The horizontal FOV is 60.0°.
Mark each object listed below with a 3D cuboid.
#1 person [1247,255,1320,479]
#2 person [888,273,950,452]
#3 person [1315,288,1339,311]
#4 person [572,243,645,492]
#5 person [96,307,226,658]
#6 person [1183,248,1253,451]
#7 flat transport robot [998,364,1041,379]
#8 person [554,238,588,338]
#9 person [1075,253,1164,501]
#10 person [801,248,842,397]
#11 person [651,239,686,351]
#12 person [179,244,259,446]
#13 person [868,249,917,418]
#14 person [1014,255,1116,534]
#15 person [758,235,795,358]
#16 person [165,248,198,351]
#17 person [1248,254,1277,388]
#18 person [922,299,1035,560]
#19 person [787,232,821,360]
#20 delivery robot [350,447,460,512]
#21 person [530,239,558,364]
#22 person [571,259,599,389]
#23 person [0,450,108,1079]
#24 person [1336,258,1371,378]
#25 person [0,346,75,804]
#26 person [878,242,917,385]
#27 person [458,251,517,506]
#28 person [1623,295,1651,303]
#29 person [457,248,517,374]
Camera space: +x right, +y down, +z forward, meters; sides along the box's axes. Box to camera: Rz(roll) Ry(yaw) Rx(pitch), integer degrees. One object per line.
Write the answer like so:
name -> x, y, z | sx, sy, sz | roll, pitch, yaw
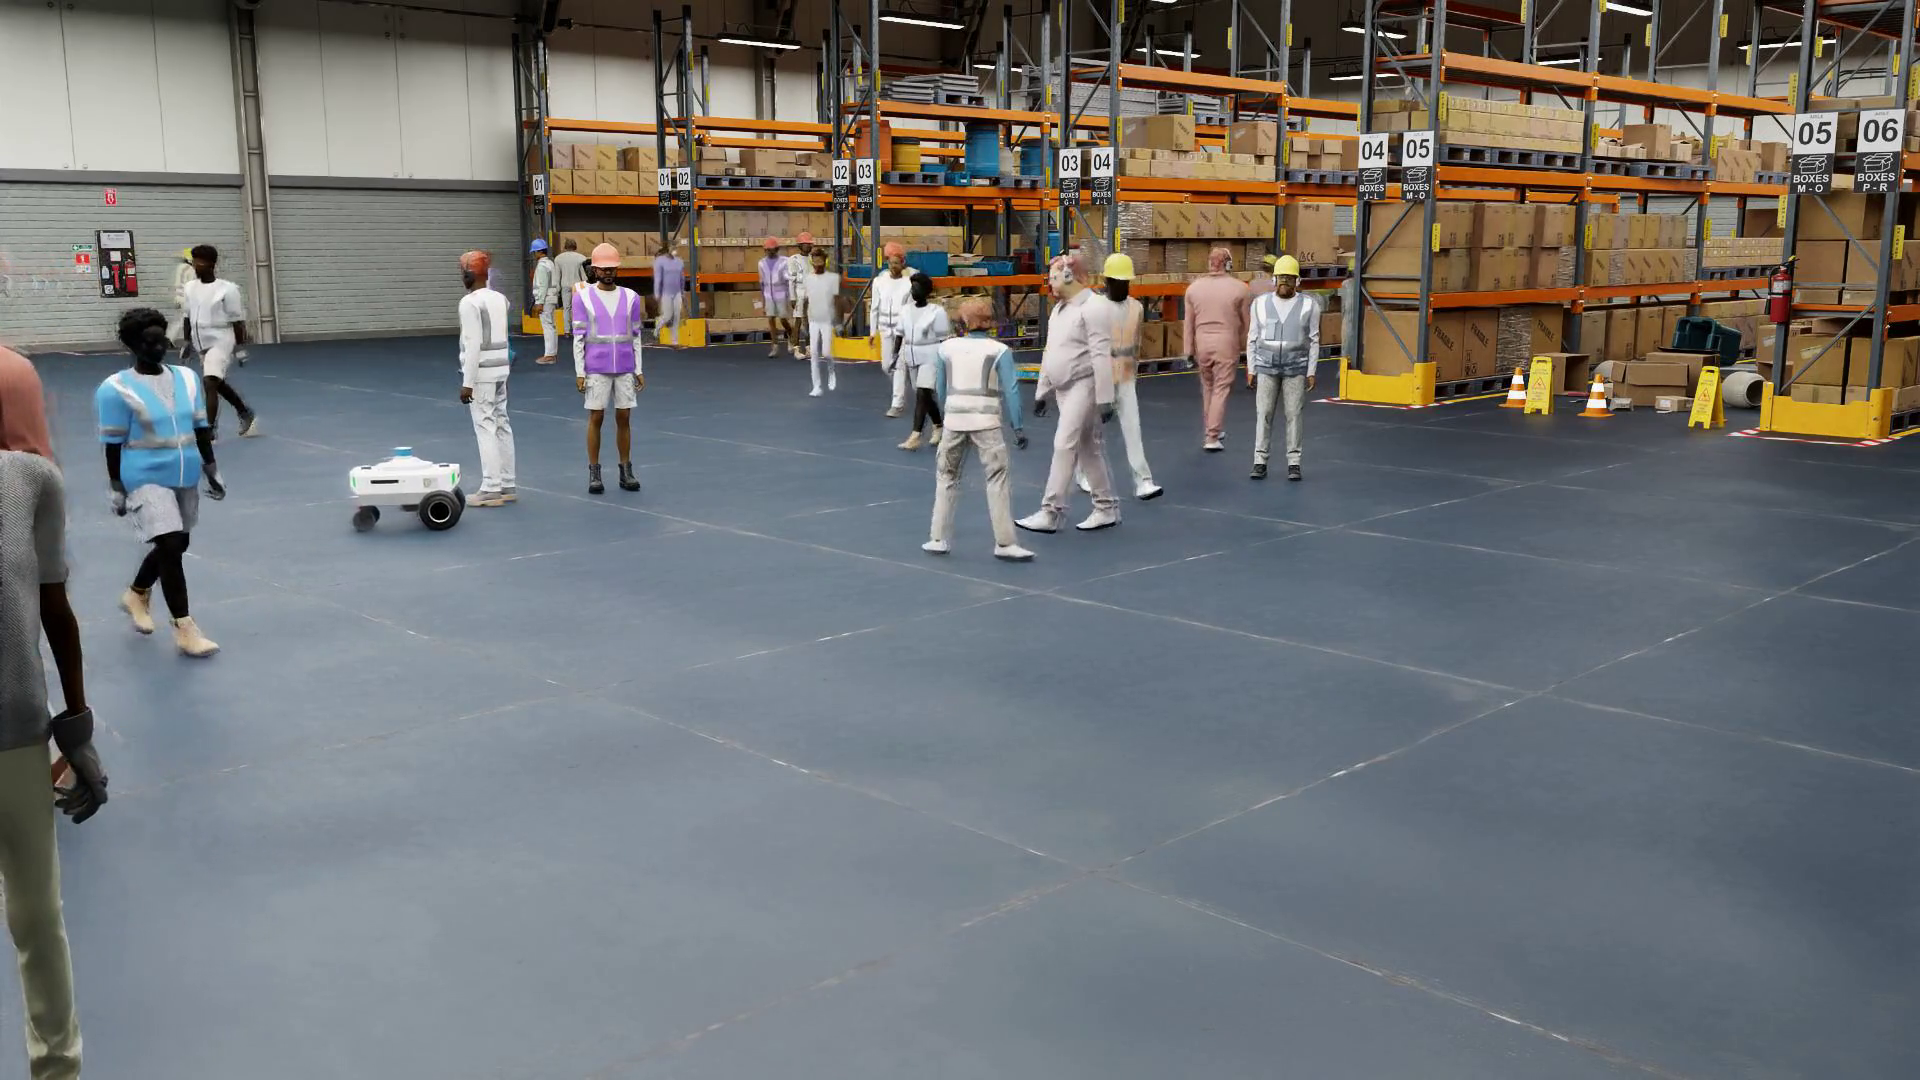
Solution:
person -> 2.661, -1.424, 13.748 | 0.590, 1.837, 0.403 | 3, 11, 14
person -> -0.342, -1.689, 15.682 | 0.540, 1.657, 0.857 | 8, 13, 38
person -> 7.203, -4.817, 32.328 | 0.715, 1.814, 0.620 | -8, 13, -36
person -> -2.751, -1.353, 13.087 | 0.553, 1.935, 0.361 | -5, 12, -27
person -> -3.932, -0.301, 8.093 | 0.806, 1.670, 0.527 | 5, 12, 26
person -> 2.500, -1.796, 15.684 | 0.661, 1.870, 0.897 | 7, 12, 32
flat transport robot -> 1.019, -2.328, 23.069 | 1.431, 0.197, 0.652 | 2, 11, 9
person -> -7.623, -4.943, 32.660 | 0.631, 1.938, 0.362 | -1, 10, -3
person -> 1.172, -1.247, 12.713 | 0.578, 1.862, 1.039 | -5, 11, -24
person -> -1.736, -2.728, 20.821 | 0.554, 1.849, 0.471 | 3, 11, 14
person -> -5.102, -4.278, 29.066 | 0.535, 1.927, 0.631 | 8, 13, 39
person -> -7.241, -1.921, 16.232 | 0.604, 1.931, 0.959 | 4, 11, 22
person -> -0.696, -2.338, 18.693 | 0.576, 1.856, 0.800 | 4, 11, 20
person -> 0.679, -0.972, 11.214 | 0.915, 1.861, 0.666 | -4, 11, -22
person -> -3.014, -4.044, 27.596 | 0.634, 2.008, 0.739 | 4, 11, 19
person -> -13.544, -4.195, 29.023 | 0.879, 1.788, 0.633 | -8, 13, -35
person -> 4.016, -2.874, 21.861 | 0.529, 1.766, 0.326 | 7, 13, 35
person -> 0.136, -0.693, 10.401 | 0.768, 1.612, 0.353 | 4, 11, 21
person -> -2.507, -3.960, 27.002 | 0.366, 2.048, 0.610 | 10, 14, 43
delivery robot -> -3.845, -0.403, 11.539 | 0.707, 0.478, 0.477 | -2, 11, -12
person -> -6.514, -3.743, 26.097 | 0.398, 1.945, 0.604 | 0, 10, -1
person -> -4.789, -2.806, 21.671 | 0.533, 1.697, 0.318 | -2, 11, -9
person -> -2.069, 0.449, 3.471 | 0.322, 1.865, 0.507 | 10, 14, 43
person -> 5.578, -3.115, 23.399 | 0.504, 1.692, 0.857 | 7, 13, 34
person -> -3.324, 0.000, 5.578 | 0.638, 1.976, 0.439 | 5, 12, 26
person -> -0.792, -2.925, 21.724 | 0.579, 1.913, 0.502 | -4, 11, -20
person -> -3.547, -1.205, 12.427 | 0.337, 1.882, 0.584 | 2, 11, 13
person -> 13.628, -5.051, 33.374 | 0.539, 1.905, 0.889 | 9, 14, 40
person -> -6.956, -3.355, 24.357 | 0.836, 1.816, 0.574 | -9, 14, -40
